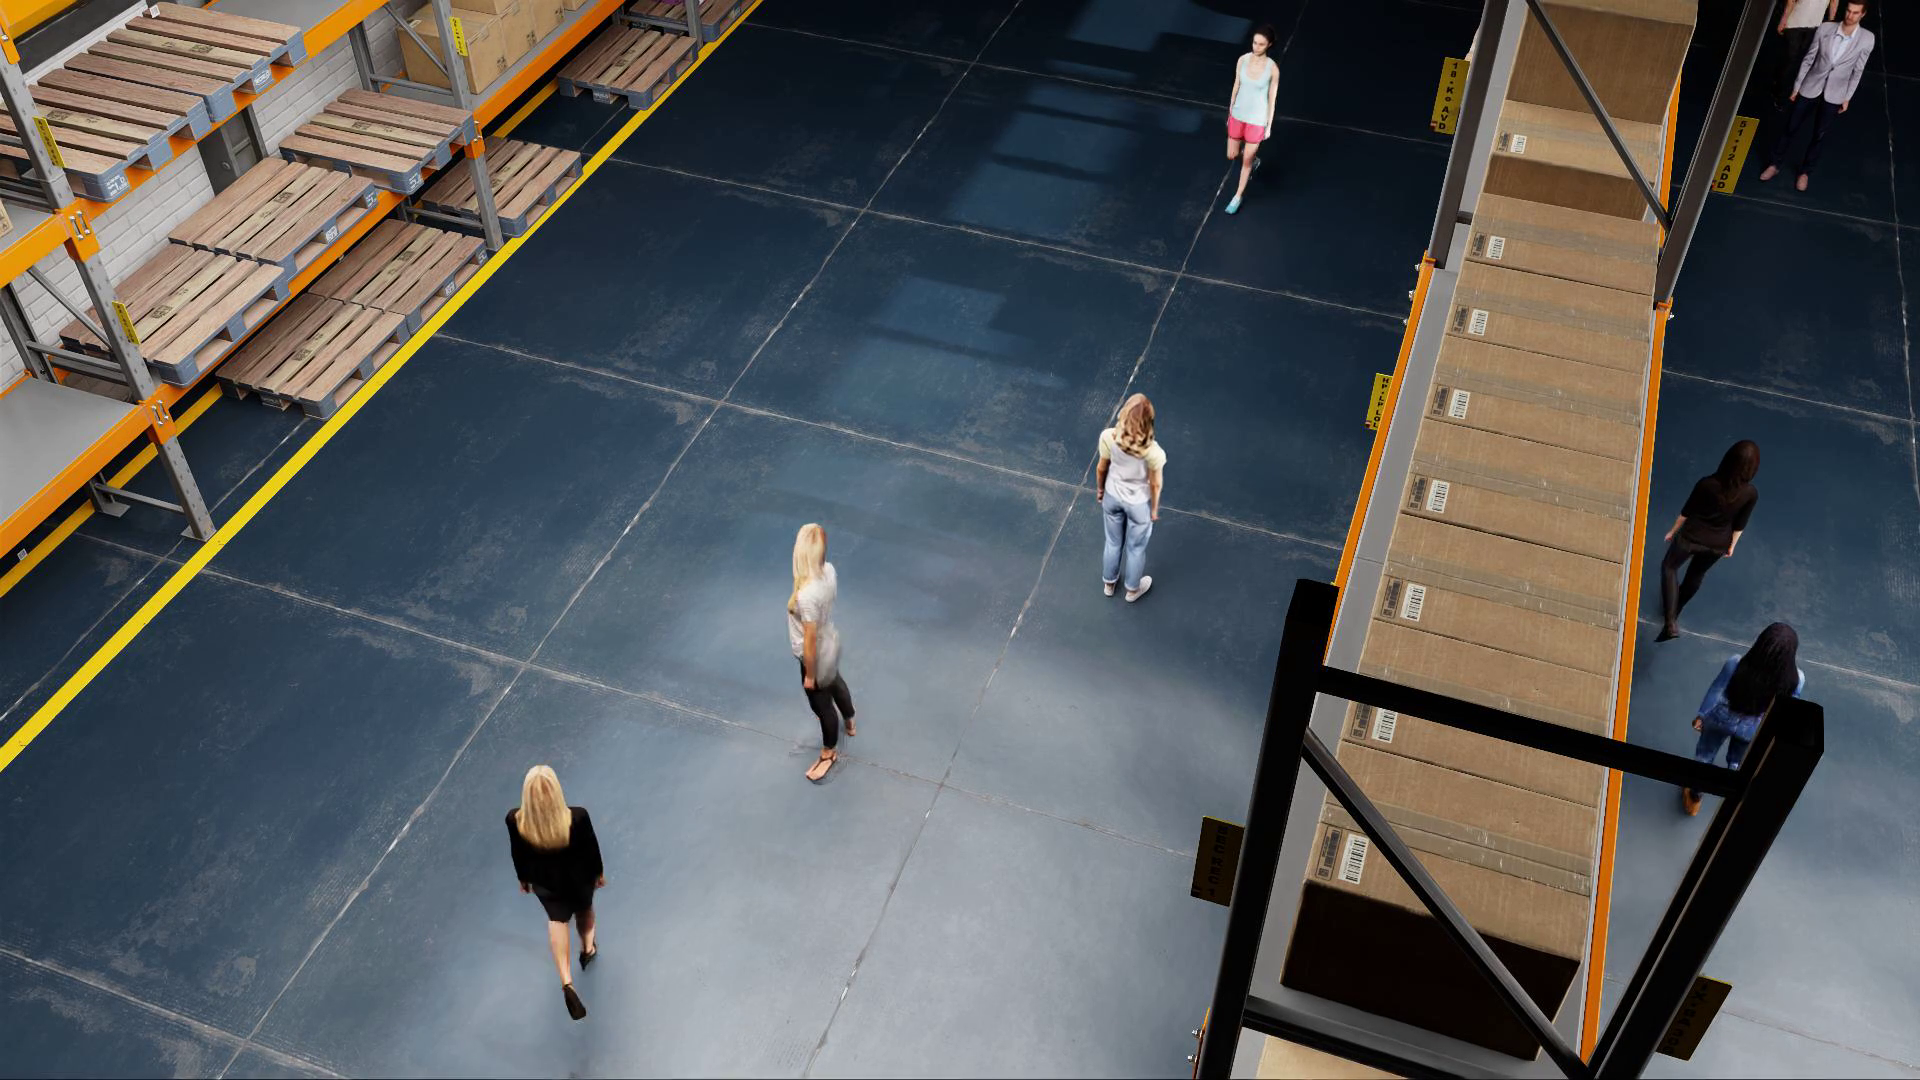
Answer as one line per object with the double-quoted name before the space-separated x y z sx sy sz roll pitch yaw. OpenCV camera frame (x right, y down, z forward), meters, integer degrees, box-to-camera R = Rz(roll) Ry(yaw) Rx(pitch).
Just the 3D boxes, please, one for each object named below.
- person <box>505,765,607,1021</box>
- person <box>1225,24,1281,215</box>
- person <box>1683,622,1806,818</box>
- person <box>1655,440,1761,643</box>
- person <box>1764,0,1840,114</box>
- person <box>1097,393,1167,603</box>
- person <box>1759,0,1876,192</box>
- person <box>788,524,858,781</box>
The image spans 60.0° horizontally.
"person" -2.108 1.897 8.838 0.873 1.823 1.046 -4 44 -5
"person" 2.623 -3.784 14.848 0.703 1.758 0.899 24 49 23
"person" 4.532 1.154 9.710 0.635 1.695 0.904 11 45 12
"person" 4.876 0.044 10.924 0.644 1.628 0.883 9 44 10
"person" 8.240 -5.132 16.299 0.858 1.709 0.941 -8 44 -8
"person" 1.136 -0.270 11.186 0.643 1.722 0.564 19 47 19
"person" 7.841 -4.084 15.095 0.724 1.852 0.660 25 49 24
"person" -0.844 0.726 10.088 0.879 1.794 0.593 -5 44 -5
